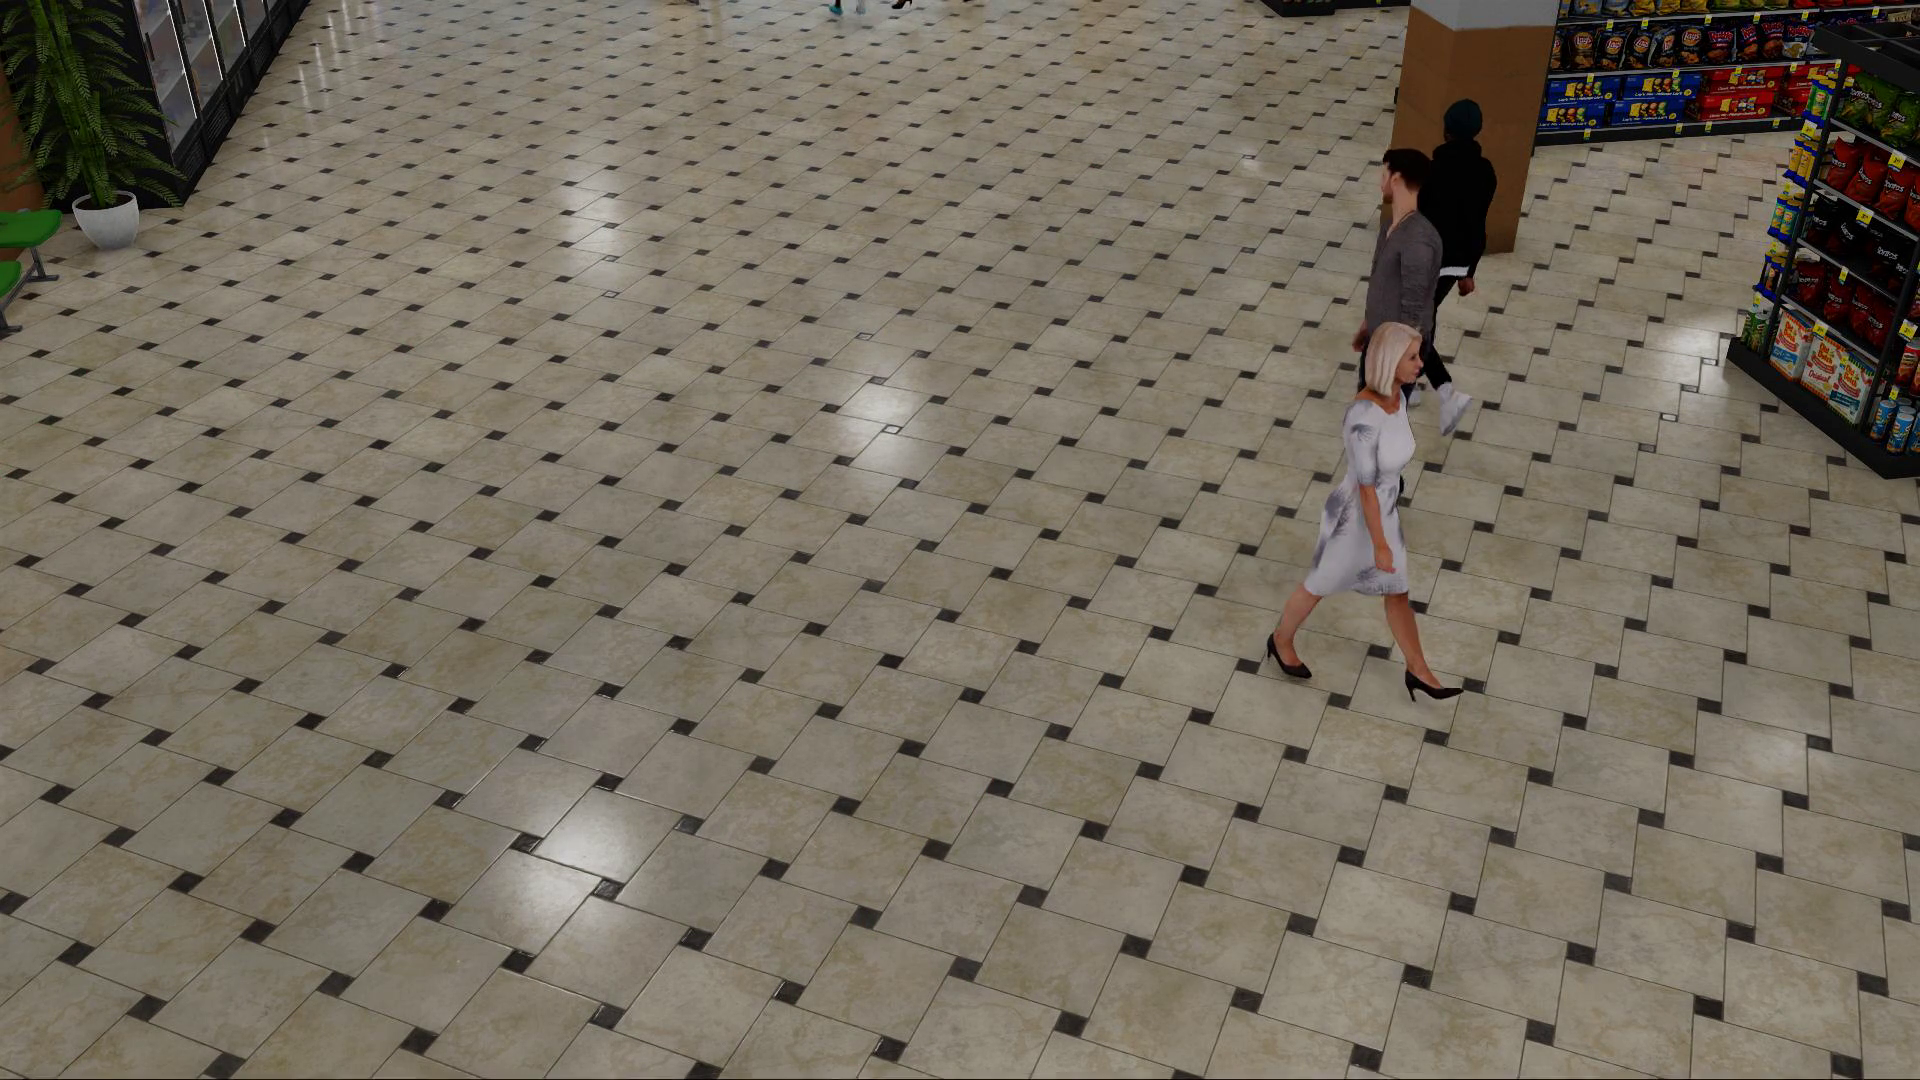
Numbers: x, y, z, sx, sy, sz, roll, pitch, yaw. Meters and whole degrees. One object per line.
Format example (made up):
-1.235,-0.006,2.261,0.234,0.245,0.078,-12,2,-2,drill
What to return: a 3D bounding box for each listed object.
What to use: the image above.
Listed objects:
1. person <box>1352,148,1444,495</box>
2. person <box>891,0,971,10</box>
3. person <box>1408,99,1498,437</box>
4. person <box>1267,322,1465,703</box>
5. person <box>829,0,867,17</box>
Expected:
2.113,-0.928,8.062,0.651,1.870,0.760,-12,34,-18,person
-0.213,-6.191,16.593,1.203,1.793,0.794,-11,34,-17,person
2.602,-1.431,8.944,1.115,1.793,0.878,-11,34,-17,person
1.567,-0.088,6.870,1.079,1.704,1.053,22,38,31,person
-1.132,-5.977,16.332,0.951,1.707,0.765,-13,34,-20,person
